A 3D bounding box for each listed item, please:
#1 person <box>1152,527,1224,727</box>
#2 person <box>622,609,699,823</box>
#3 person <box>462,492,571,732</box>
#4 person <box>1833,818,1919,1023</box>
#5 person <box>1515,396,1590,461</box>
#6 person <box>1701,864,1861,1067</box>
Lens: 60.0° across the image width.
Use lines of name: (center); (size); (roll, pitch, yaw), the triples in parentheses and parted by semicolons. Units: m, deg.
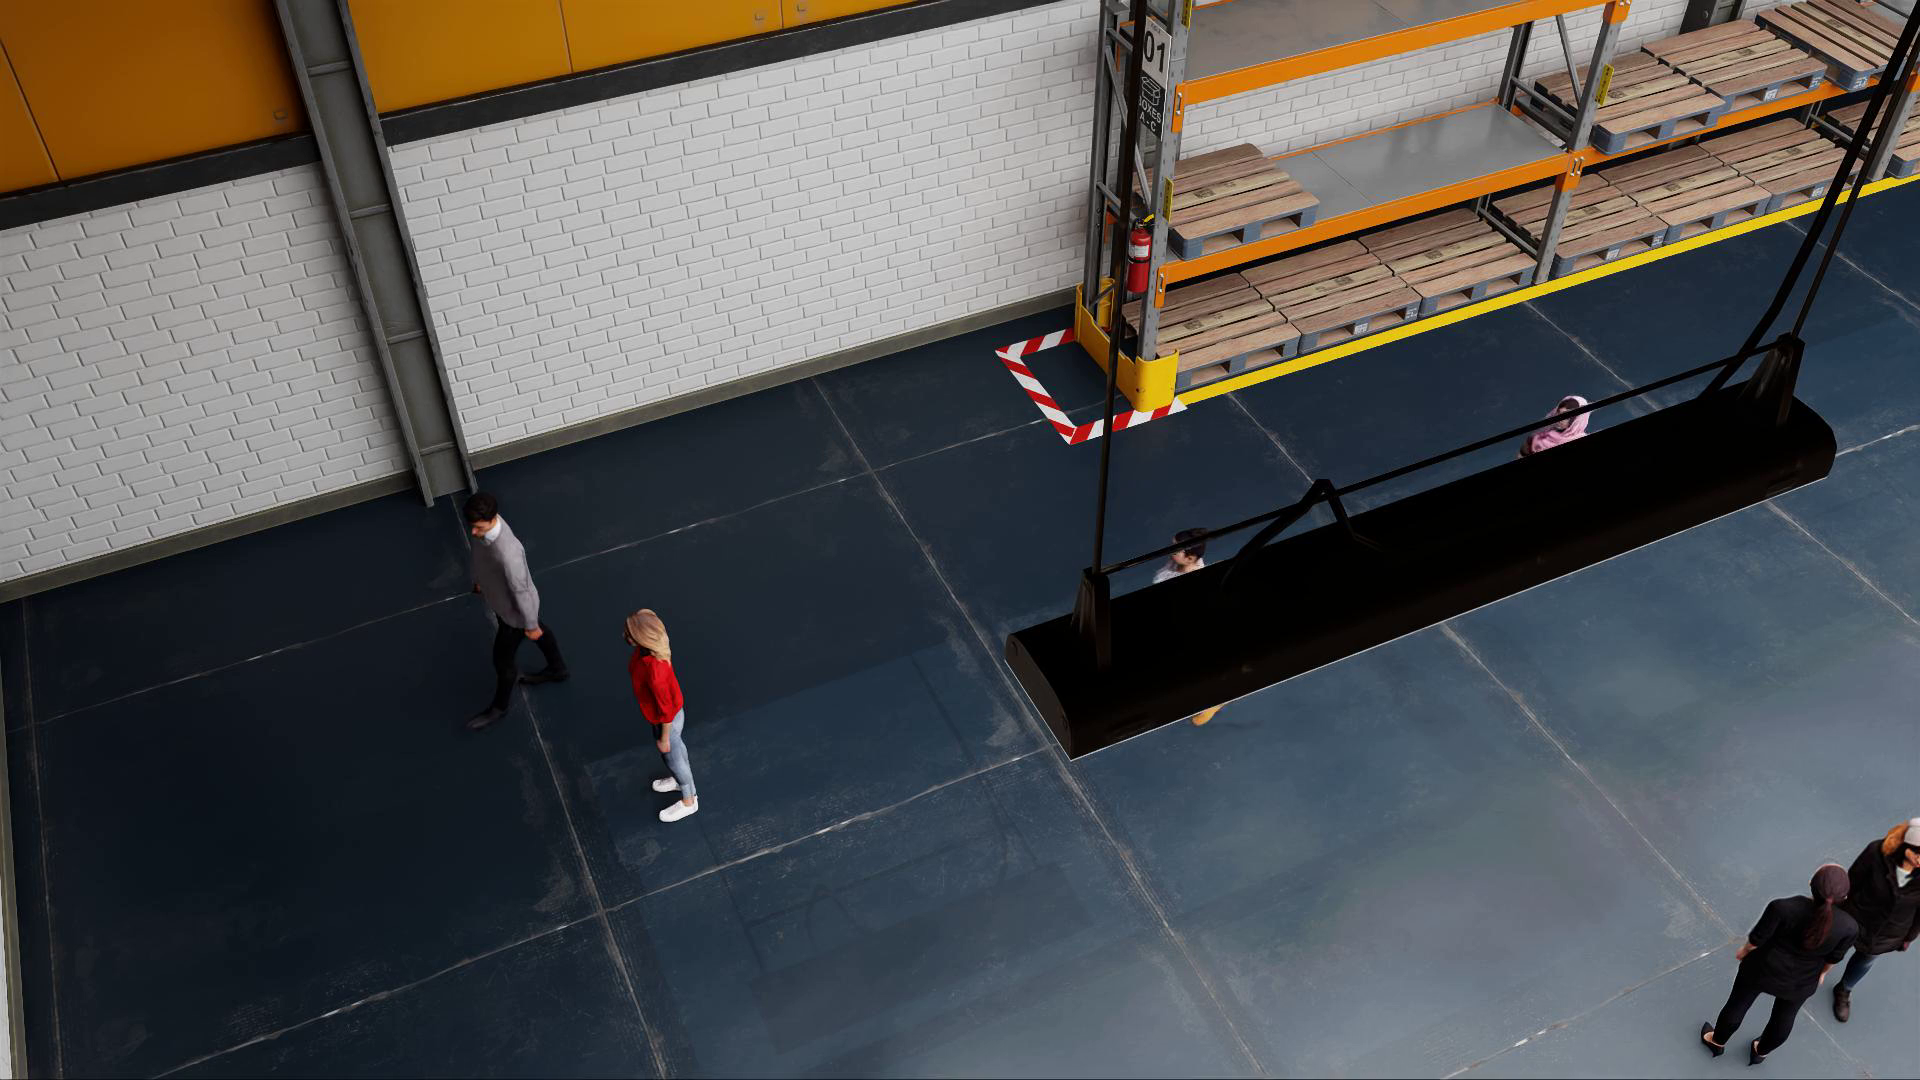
person: (1.434, 0.558, 10.399); (0.916, 1.731, 0.824); (-4, 44, -4)
person: (-1.772, 1.035, 9.919); (0.546, 1.704, 0.650); (-11, 45, -12)
person: (-2.735, 0.365, 10.488); (1.025, 1.888, 0.854); (-20, 47, -19)
person: (4.916, 2.009, 8.947); (0.728, 1.633, 0.775); (18, 46, 18)
person: (4.077, -0.377, 11.479); (1.062, 1.596, 0.654); (-17, 46, -17)
person: (4.290, 2.241, 8.683); (0.689, 1.662, 0.750); (14, 45, 14)
